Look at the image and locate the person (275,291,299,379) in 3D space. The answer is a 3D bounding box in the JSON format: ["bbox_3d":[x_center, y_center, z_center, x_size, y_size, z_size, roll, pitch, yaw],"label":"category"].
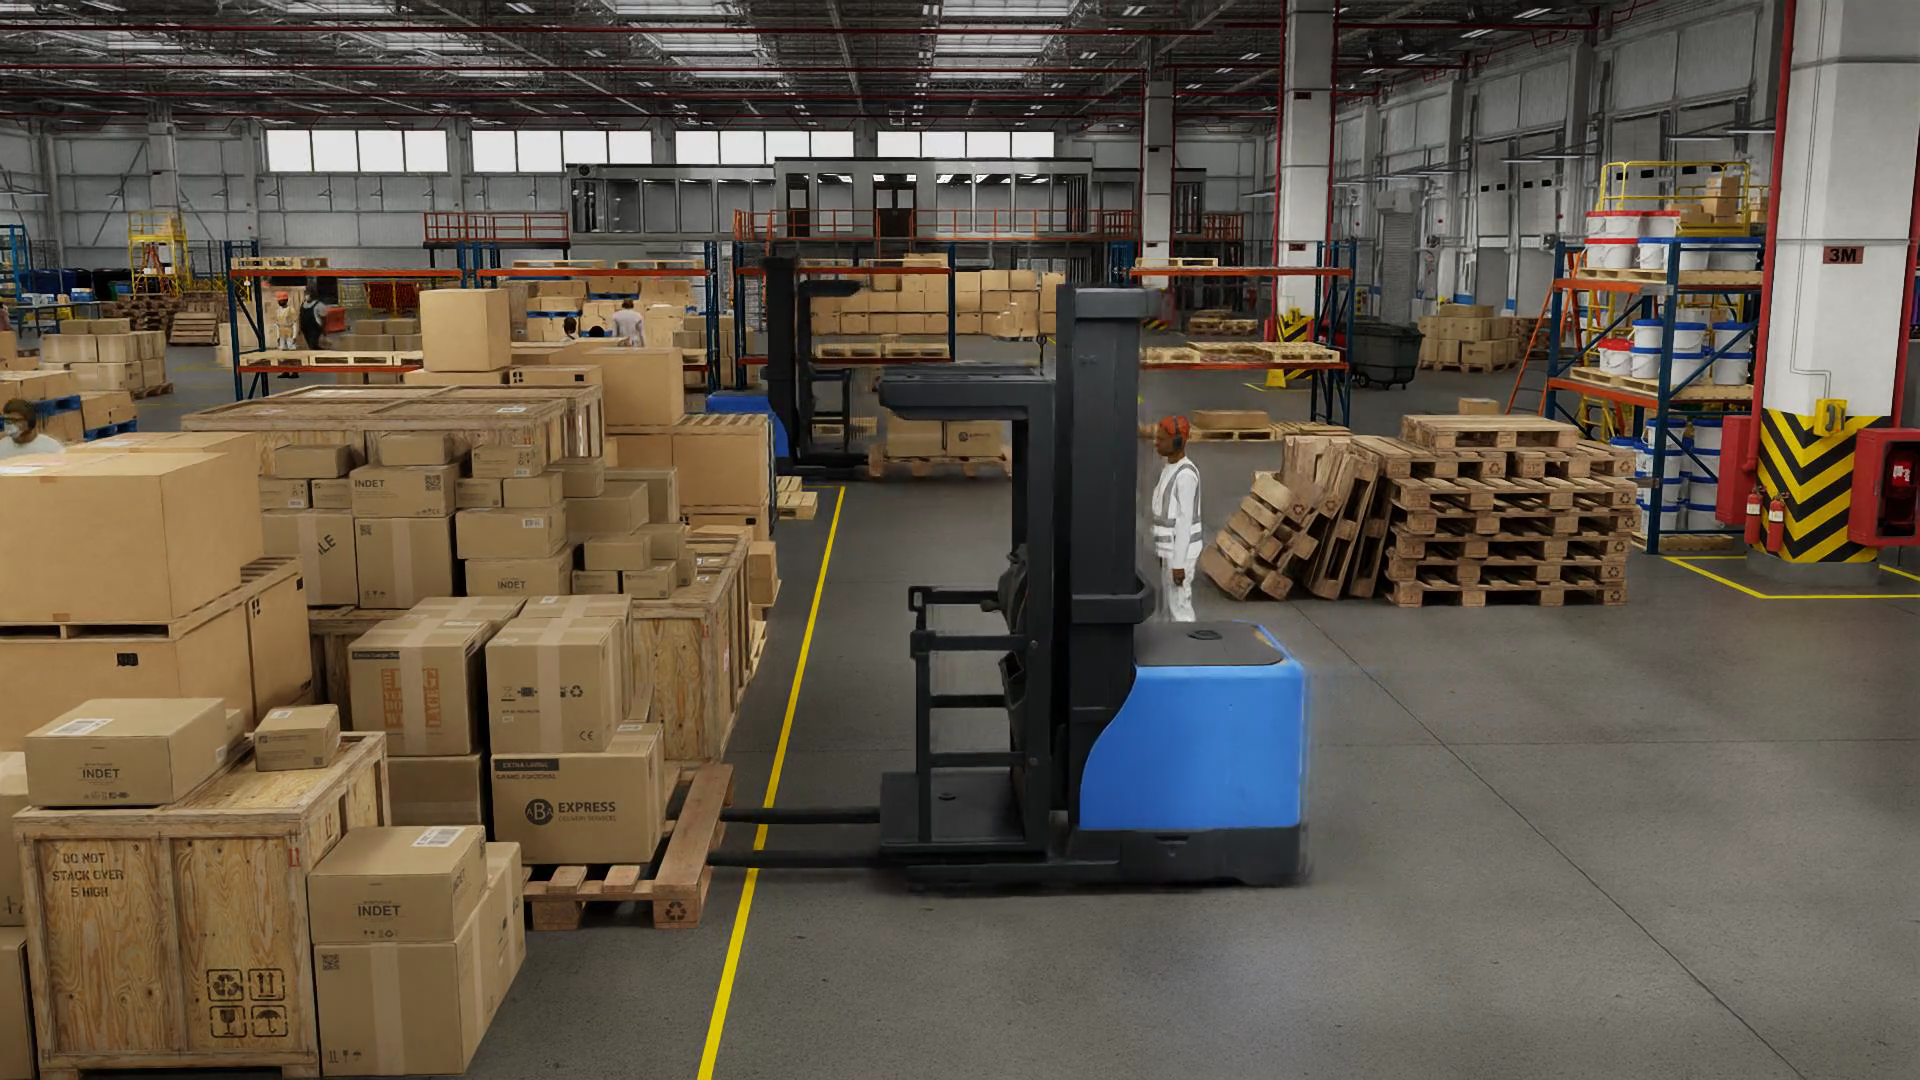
[{"bbox_3d":[-14.965,-4.546,36.930,0.548,1.936,0.378,5,11,25],"label":"person"}]

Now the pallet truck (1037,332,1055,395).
[{"bbox_3d":[2.483,-3.881,33.060,1.885,1.965,0.823,-7,13,-36],"label":"pallet truck"}]

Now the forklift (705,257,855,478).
[{"bbox_3d":[-2.317,-2.229,21.399,1.873,2.768,1.129,0,10,-2],"label":"forklift"}]

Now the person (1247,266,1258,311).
[{"bbox_3d":[12.878,-11.043,72.995,0.630,1.983,0.542,0,10,-1],"label":"person"}]

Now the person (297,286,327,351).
[{"bbox_3d":[-15.357,-5.060,39.510,0.683,2.000,0.981,4,11,23],"label":"person"}]

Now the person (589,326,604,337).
[{"bbox_3d":[-4.914,-1.933,22.467,0.590,1.910,0.406,4,11,23],"label":"person"}]

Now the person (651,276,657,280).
[{"bbox_3d":[-10.115,-7.748,54.831,0.613,1.905,0.618,1,10,8],"label":"person"}]

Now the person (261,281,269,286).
[{"bbox_3d":[-19.135,-6.176,45.997,0.603,1.963,0.987,4,11,23],"label":"person"}]

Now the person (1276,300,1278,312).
[{"bbox_3d":[7.338,-4.588,37.758,0.501,1.730,0.486,2,10,9],"label":"person"}]

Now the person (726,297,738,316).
[{"bbox_3d":[-4.869,-4.370,36.162,0.332,1.864,0.514,6,12,30],"label":"person"}]

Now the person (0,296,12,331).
[{"bbox_3d":[-22.853,-4.943,39.624,0.525,1.769,0.309,0,10,2],"label":"person"}]

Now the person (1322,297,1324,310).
[{"bbox_3d":[9.191,-5.693,43.289,0.617,1.946,0.396,1,10,6],"label":"person"}]

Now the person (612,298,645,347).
[{"bbox_3d":[-6.746,-3.980,33.901,0.660,1.885,1.010,-2,10,-10],"label":"person"}]

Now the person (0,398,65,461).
[{"bbox_3d":[-6.716,-0.053,11.950,0.655,1.915,0.722,1,10,6],"label":"person"}]

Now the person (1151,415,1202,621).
[{"bbox_3d":[1.466,0.089,11.298,0.351,1.878,0.569,0,10,-1],"label":"person"}]

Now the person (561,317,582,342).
[{"bbox_3d":[-6.176,-2.636,26.550,0.326,1.843,0.516,5,11,26],"label":"person"}]

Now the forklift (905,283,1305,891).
[{"bbox_3d":[0.662,0.170,8.035,1.873,2.768,1.129,0,10,-2],"label":"forklift"}]

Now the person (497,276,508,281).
[{"bbox_3d":[-20.148,-11.028,73.184,0.573,1.886,0.353,-5,11,-25],"label":"person"}]
